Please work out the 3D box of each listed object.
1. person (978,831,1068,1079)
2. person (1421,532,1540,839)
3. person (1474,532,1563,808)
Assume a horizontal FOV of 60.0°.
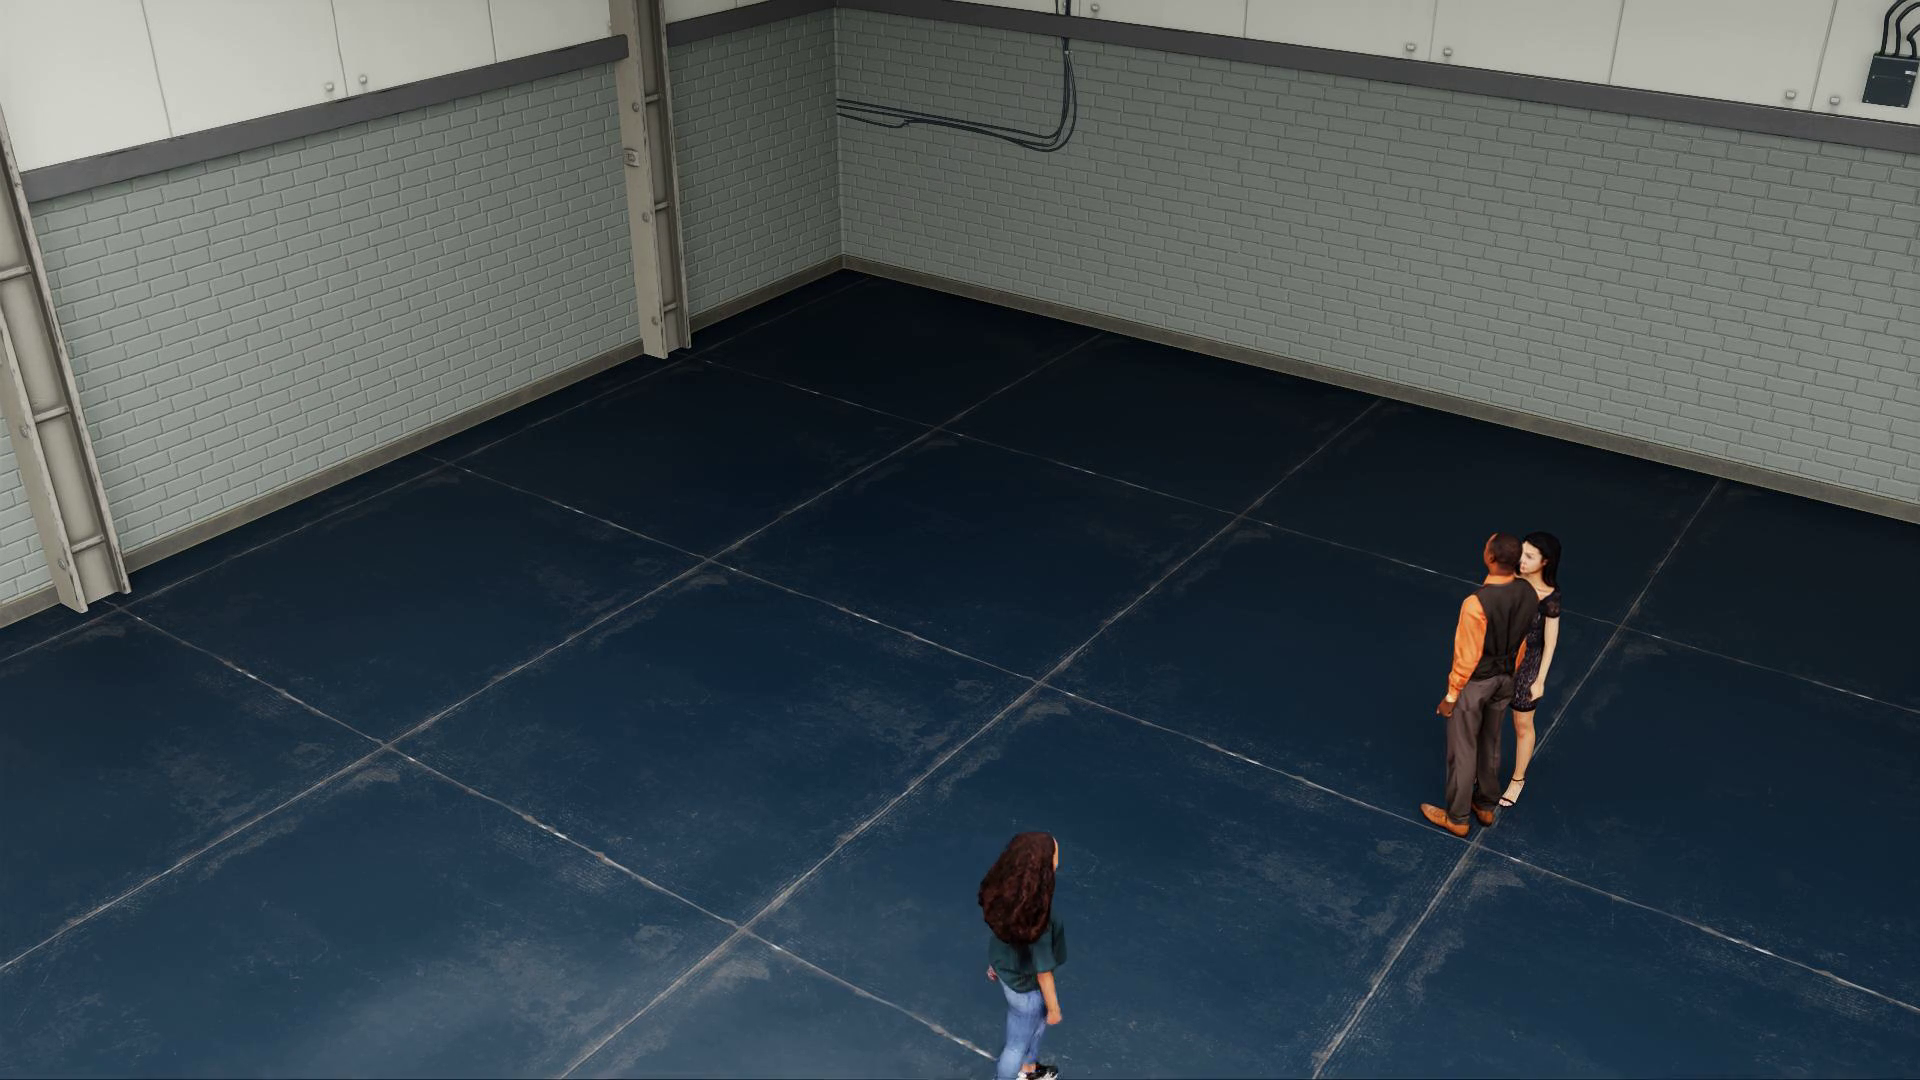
[{"bbox_3d":[0.221,2.002,7.535,0.800,1.605,0.747,-11,30,-19],"label":"person"},{"bbox_3d":[2.968,0.819,9.433,0.720,1.908,0.853,-14,31,-25],"label":"person"},{"bbox_3d":[3.248,0.749,9.689,0.611,1.791,0.660,-18,33,-30],"label":"person"}]
